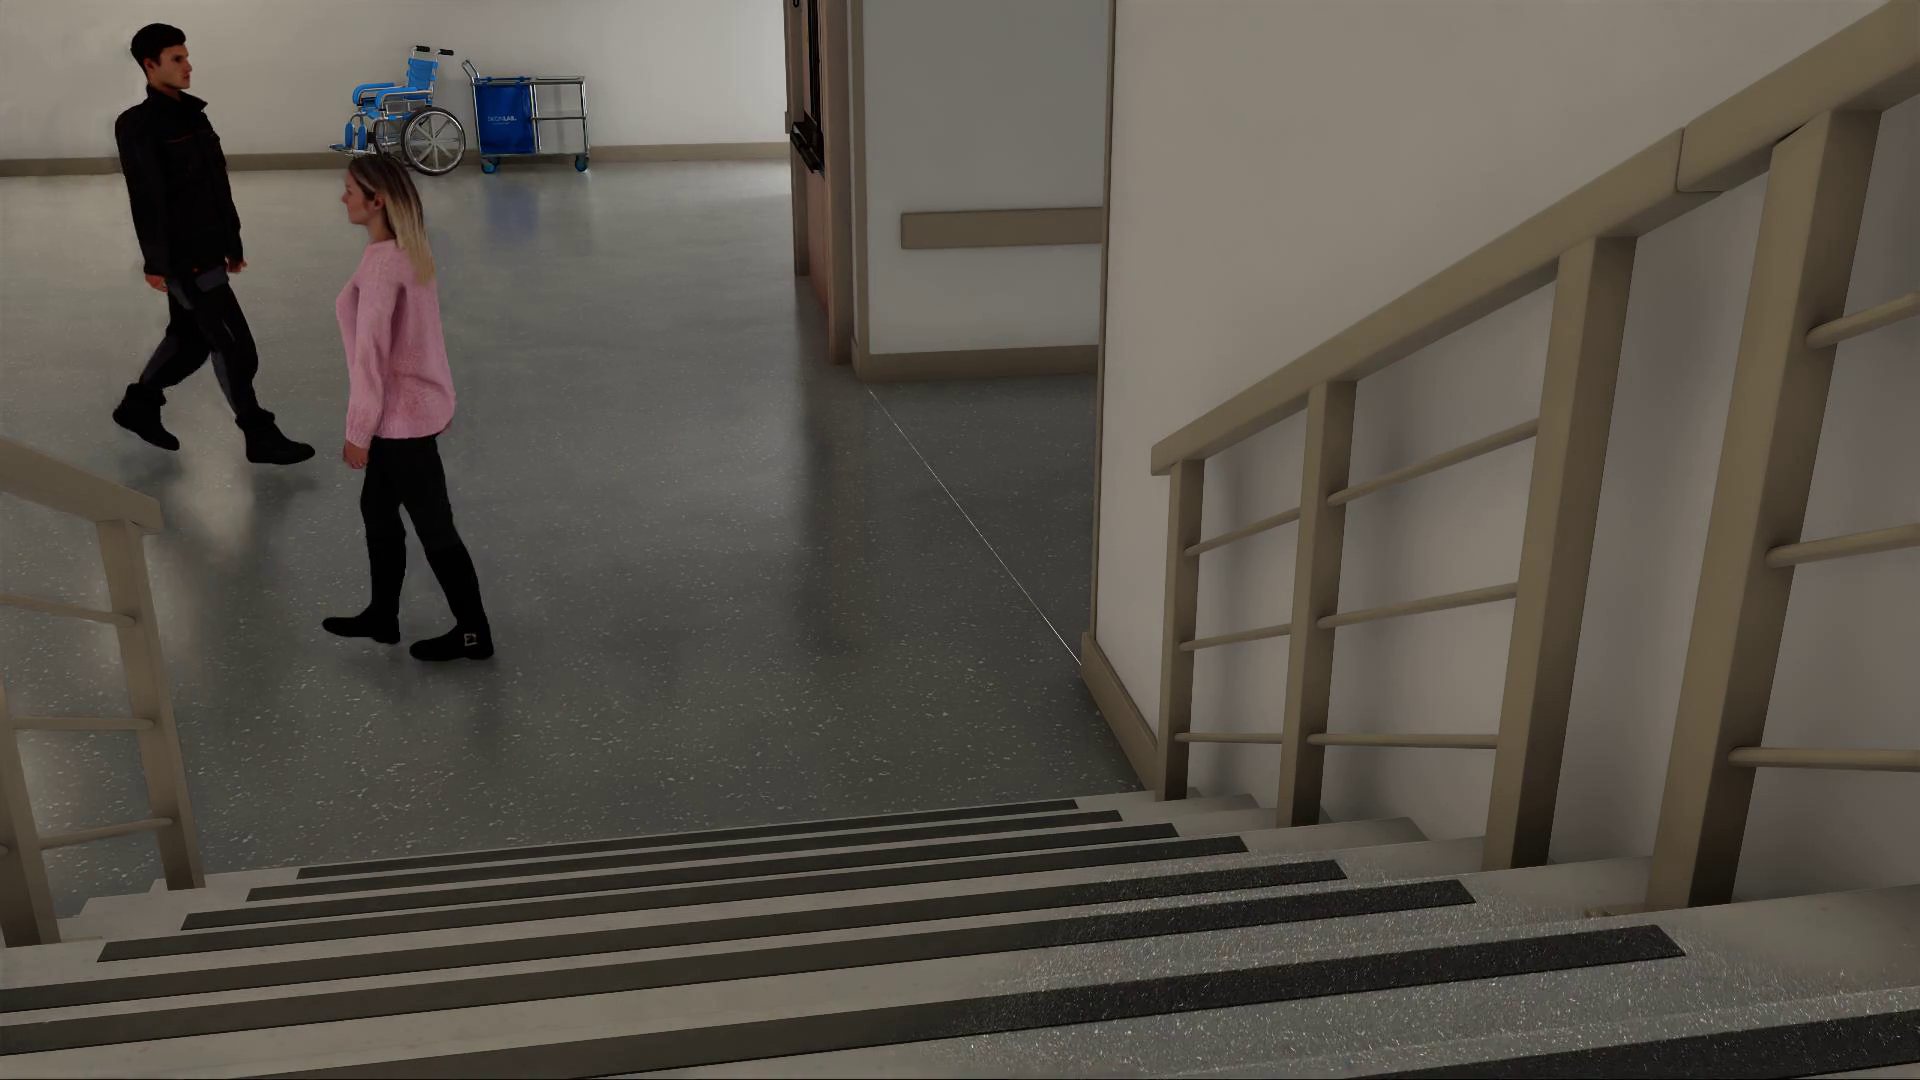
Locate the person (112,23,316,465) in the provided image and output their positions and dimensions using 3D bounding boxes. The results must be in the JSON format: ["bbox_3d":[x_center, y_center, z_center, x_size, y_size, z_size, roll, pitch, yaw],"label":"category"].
[{"bbox_3d":[-3.468,-1.253,7.326,0.980,1.906,1.222,1,21,4],"label":"person"}]

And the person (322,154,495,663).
[{"bbox_3d":[-1.703,-0.388,5.372,0.707,1.672,0.763,-2,21,-6],"label":"person"}]
